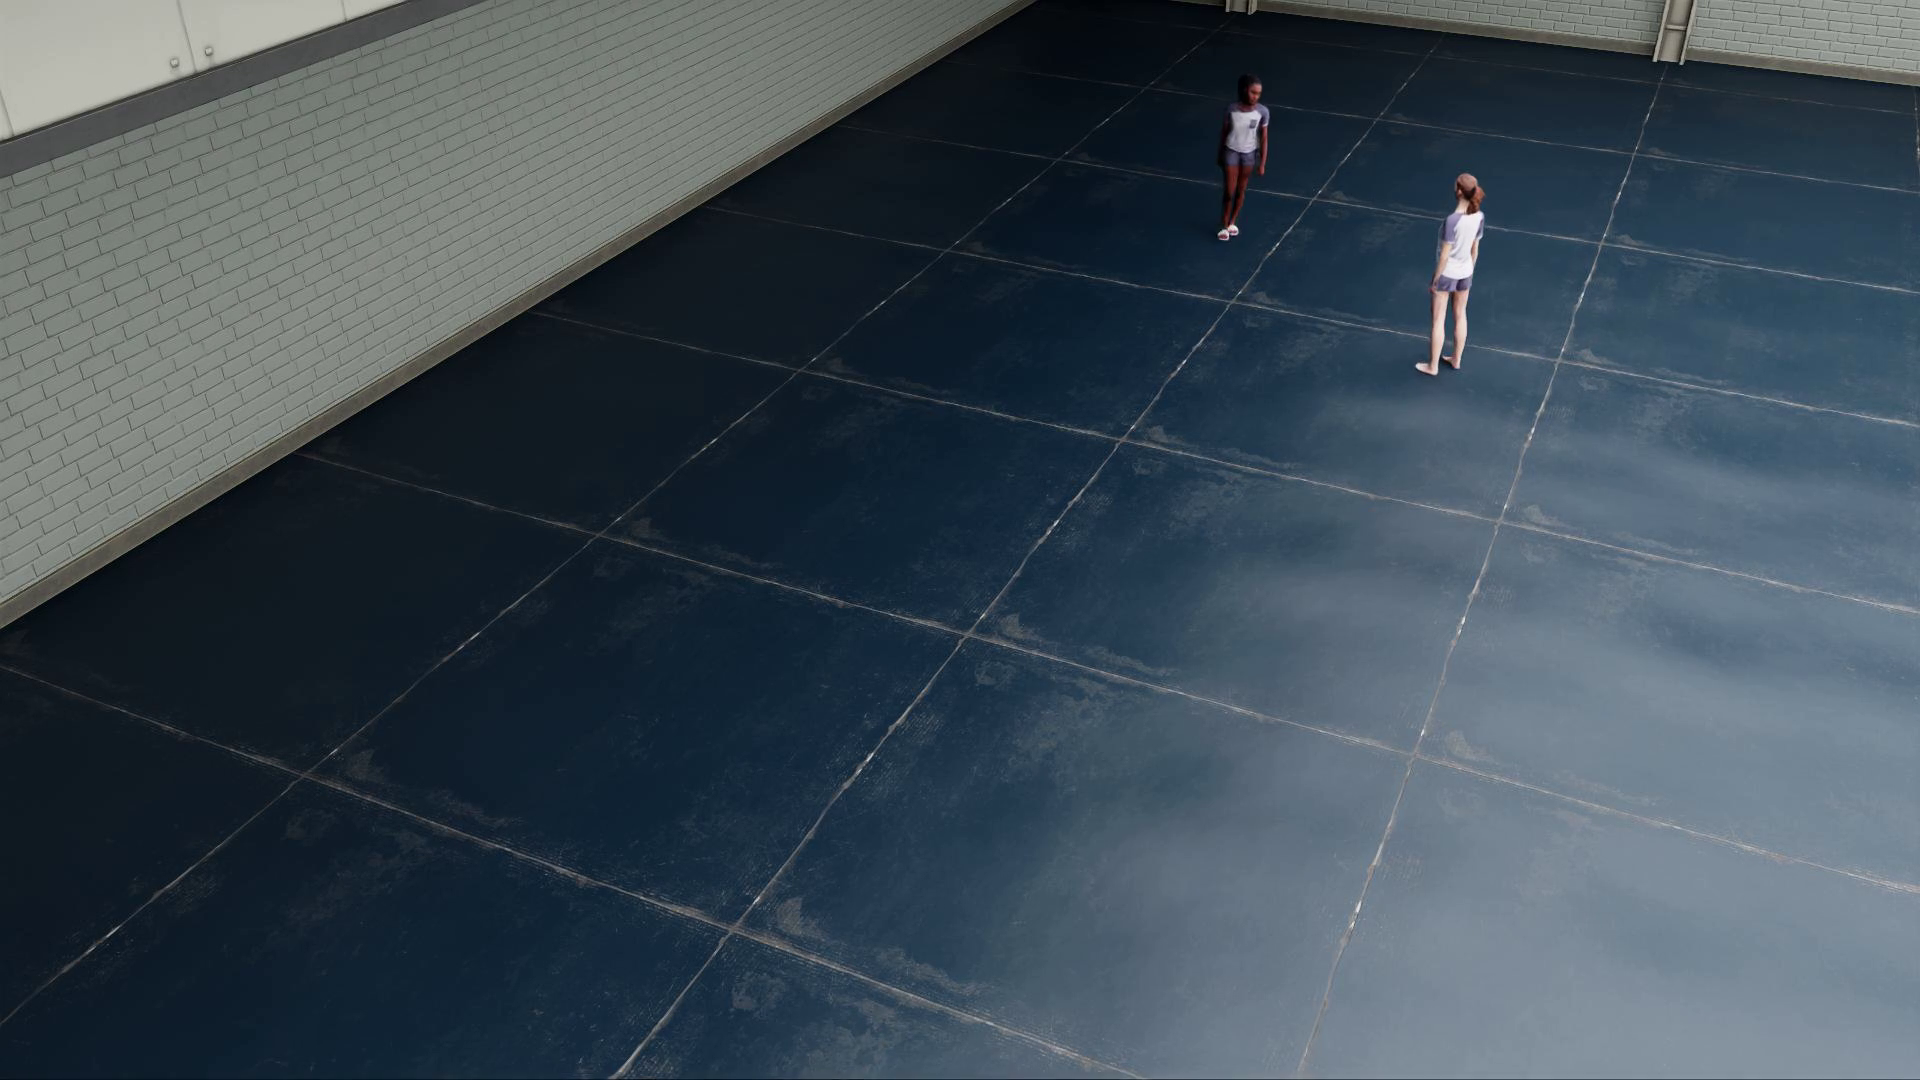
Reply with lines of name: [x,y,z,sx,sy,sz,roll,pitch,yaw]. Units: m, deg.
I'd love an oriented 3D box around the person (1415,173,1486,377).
person: [4.193,-2.253,14.132,0.674,1.765,0.722,-14,35,-21]

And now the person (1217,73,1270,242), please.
person: [2.802,-3.858,16.740,0.778,1.698,0.815,7,33,10]
